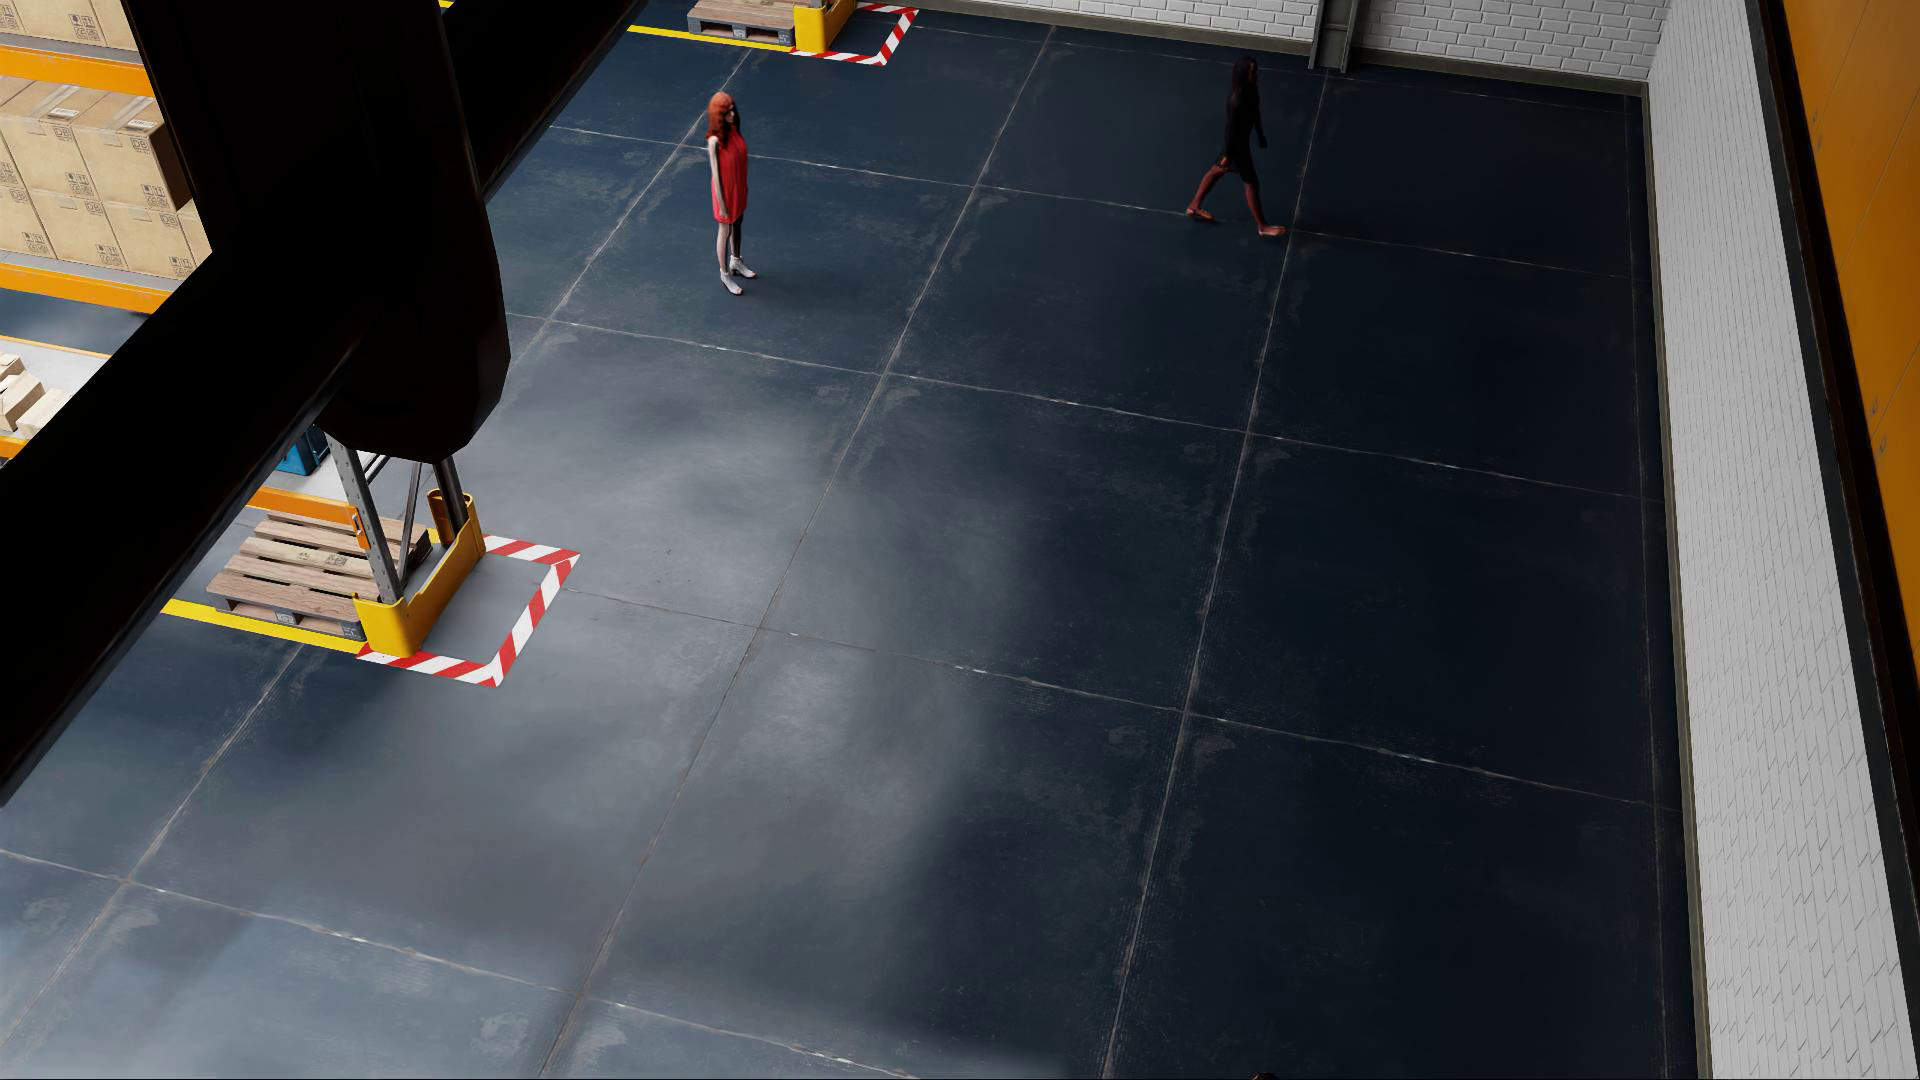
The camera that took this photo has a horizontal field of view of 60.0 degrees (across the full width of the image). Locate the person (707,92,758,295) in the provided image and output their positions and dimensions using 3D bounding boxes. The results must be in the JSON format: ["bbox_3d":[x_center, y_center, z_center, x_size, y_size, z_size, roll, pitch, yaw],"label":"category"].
[{"bbox_3d":[-1.946,-2.942,14.040,0.547,1.826,0.628,15,46,16],"label":"person"}]

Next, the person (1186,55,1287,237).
[{"bbox_3d":[2.371,-3.494,14.732,1.197,1.669,0.728,16,46,16],"label":"person"}]
